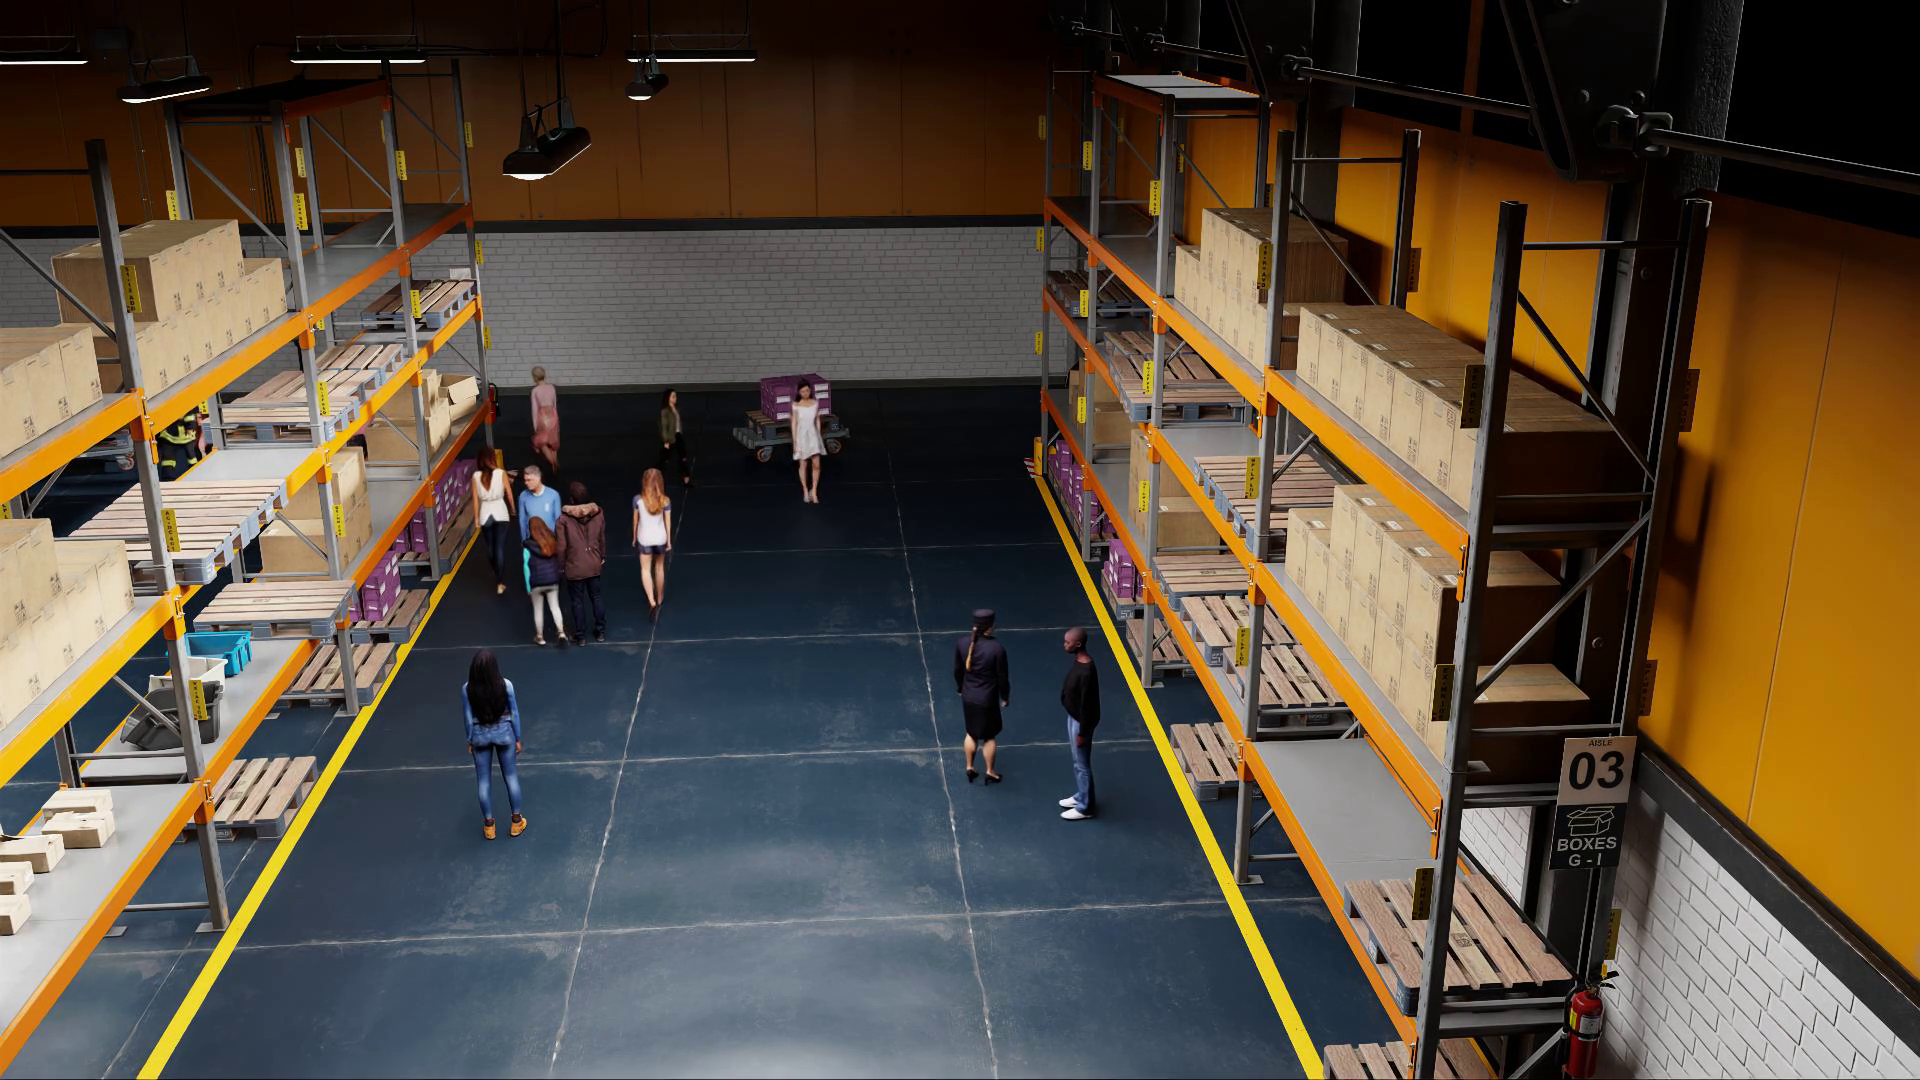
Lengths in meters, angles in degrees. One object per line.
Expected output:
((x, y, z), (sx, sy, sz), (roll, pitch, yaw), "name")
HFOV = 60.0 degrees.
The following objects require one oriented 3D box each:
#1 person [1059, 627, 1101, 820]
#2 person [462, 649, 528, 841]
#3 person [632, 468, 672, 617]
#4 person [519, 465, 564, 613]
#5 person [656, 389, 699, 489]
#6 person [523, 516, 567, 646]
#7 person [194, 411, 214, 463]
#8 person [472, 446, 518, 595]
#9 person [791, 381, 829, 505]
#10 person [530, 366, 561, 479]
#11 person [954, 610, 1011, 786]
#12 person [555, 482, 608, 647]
((1.071, 1.581, 14.511), (0.674, 1.744, 0.508), (-3, 19, -10), "person")
((-3.965, 1.723, 14.139), (0.619, 1.712, 0.541), (-4, 19, -11), "person")
((-3.544, 0.046, 19.134), (0.726, 1.702, 1.048), (-5, 19, -14), "person")
((-4.800, -0.041, 19.243), (0.708, 1.796, 0.651), (-4, 19, -11), "person")
((-4.209, -1.444, 23.967), (1.006, 1.442, 1.013), (11, 21, 29), "person")
((-4.523, 0.465, 18.221), (0.767, 1.490, 0.876), (-14, 23, -35), "person")
((-9.839, -0.909, 21.955), (0.683, 1.711, 0.685), (7, 20, 20), "person")
((-5.548, -0.202, 19.801), (0.605, 1.746, 1.027), (-2, 19, -5), "person")
((-2.167, -1.372, 23.255), (0.714, 1.759, 0.787), (-7, 20, -19), "person")
((-6.011, -1.694, 24.335), (0.822, 1.679, 0.903), (-15, 23, -37), "person")
((0.192, 1.431, 15.077), (0.803, 1.666, 0.819), (9, 21, 25), "person")
((-4.151, 0.250, 18.296), (0.878, 1.849, 0.893), (-14, 23, -36), "person")
